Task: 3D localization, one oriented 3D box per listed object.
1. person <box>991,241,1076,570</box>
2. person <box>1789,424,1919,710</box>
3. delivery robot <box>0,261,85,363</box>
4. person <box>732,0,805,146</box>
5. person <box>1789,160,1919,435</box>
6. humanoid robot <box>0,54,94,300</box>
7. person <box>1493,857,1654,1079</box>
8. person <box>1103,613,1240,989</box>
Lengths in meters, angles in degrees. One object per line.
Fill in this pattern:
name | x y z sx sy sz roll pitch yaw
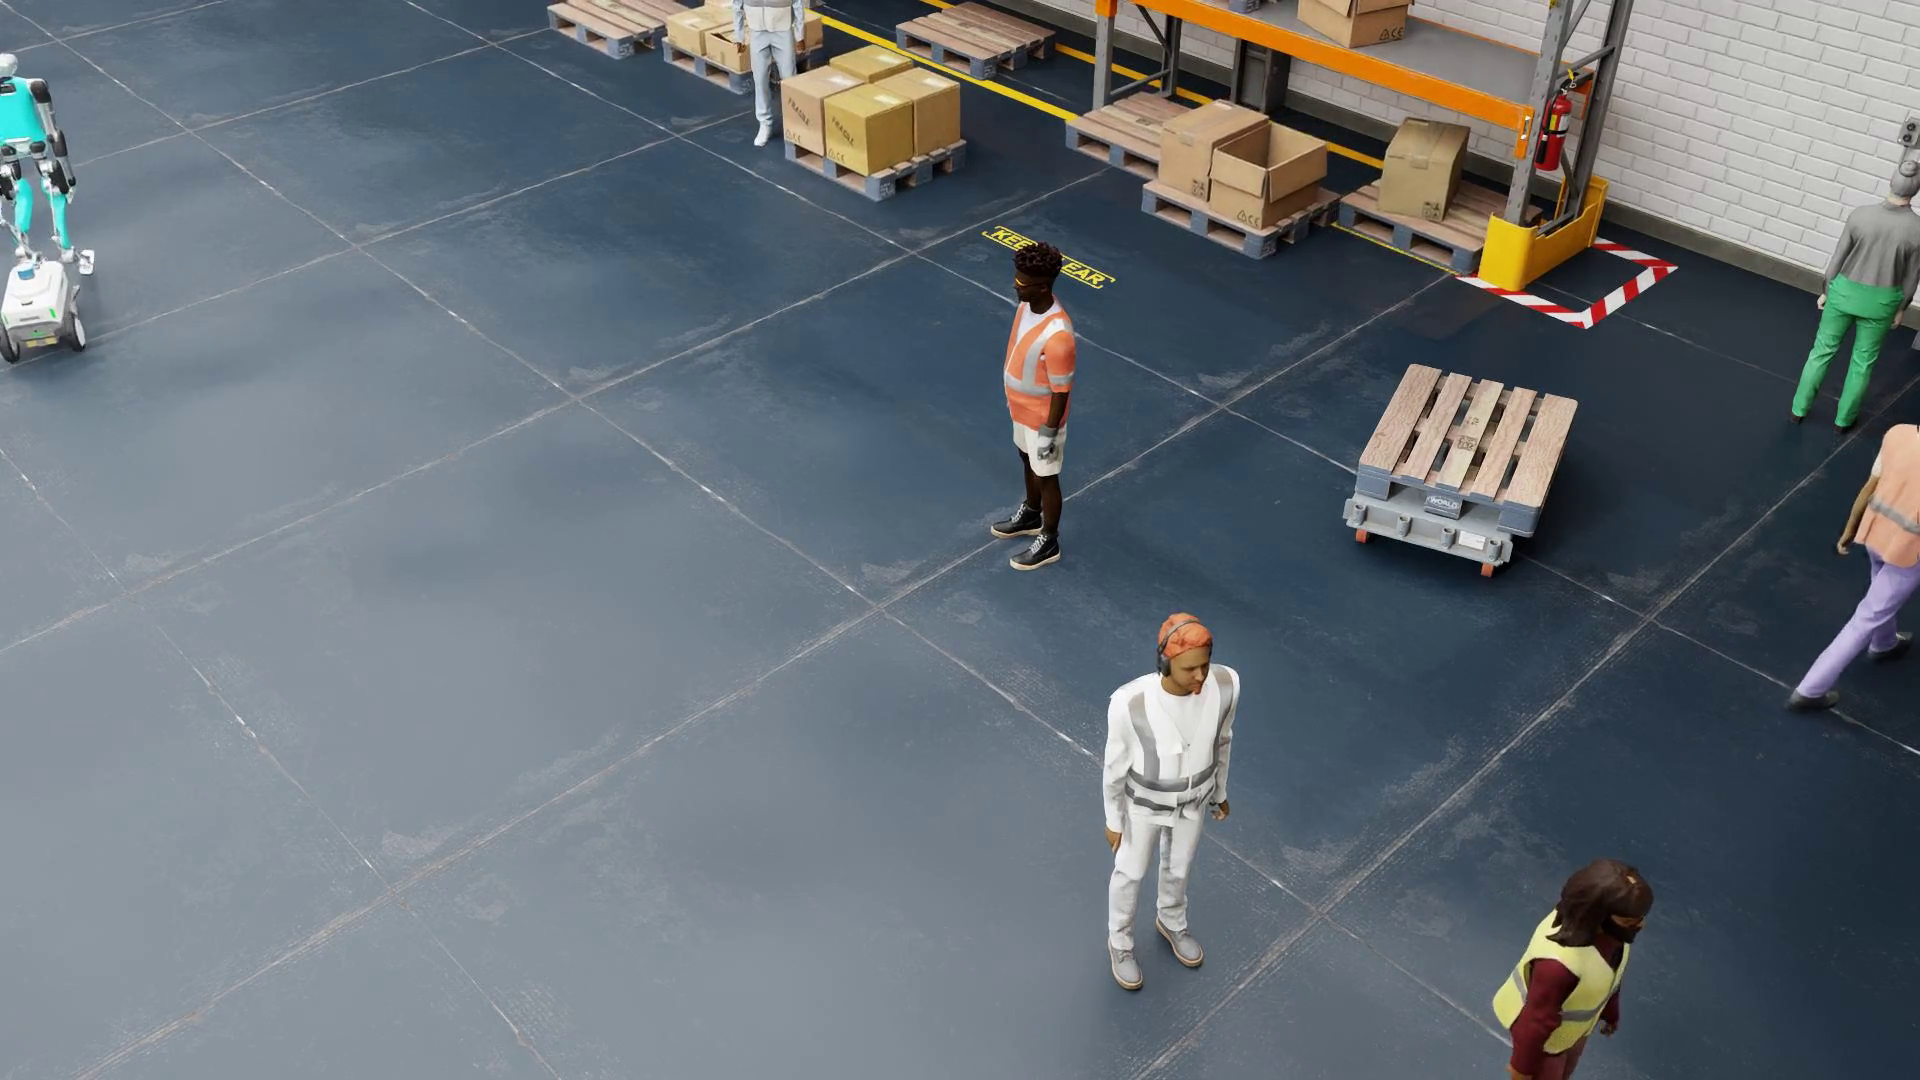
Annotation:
person | 0.412 -0.729 9.093 0.368 1.966 0.602 -10 38 -13
person | 4.673 0.039 8.220 0.995 1.790 0.590 -15 39 -18
delivery robot | -6.325 -1.588 11.414 0.499 0.613 0.816 -12 39 -15
person | -1.573 -4.199 13.737 0.595 1.908 0.408 1 37 2
person | 5.556 -1.495 10.211 0.512 1.839 0.340 21 42 25
humanoid robot | -6.429 -2.433 11.525 0.533 1.728 0.991 -10 38 -13
person | 2.138 1.745 5.984 0.502 1.765 0.400 -31 47 -34
person | 0.845 1.067 6.782 0.573 1.884 0.356 -14 39 -18
